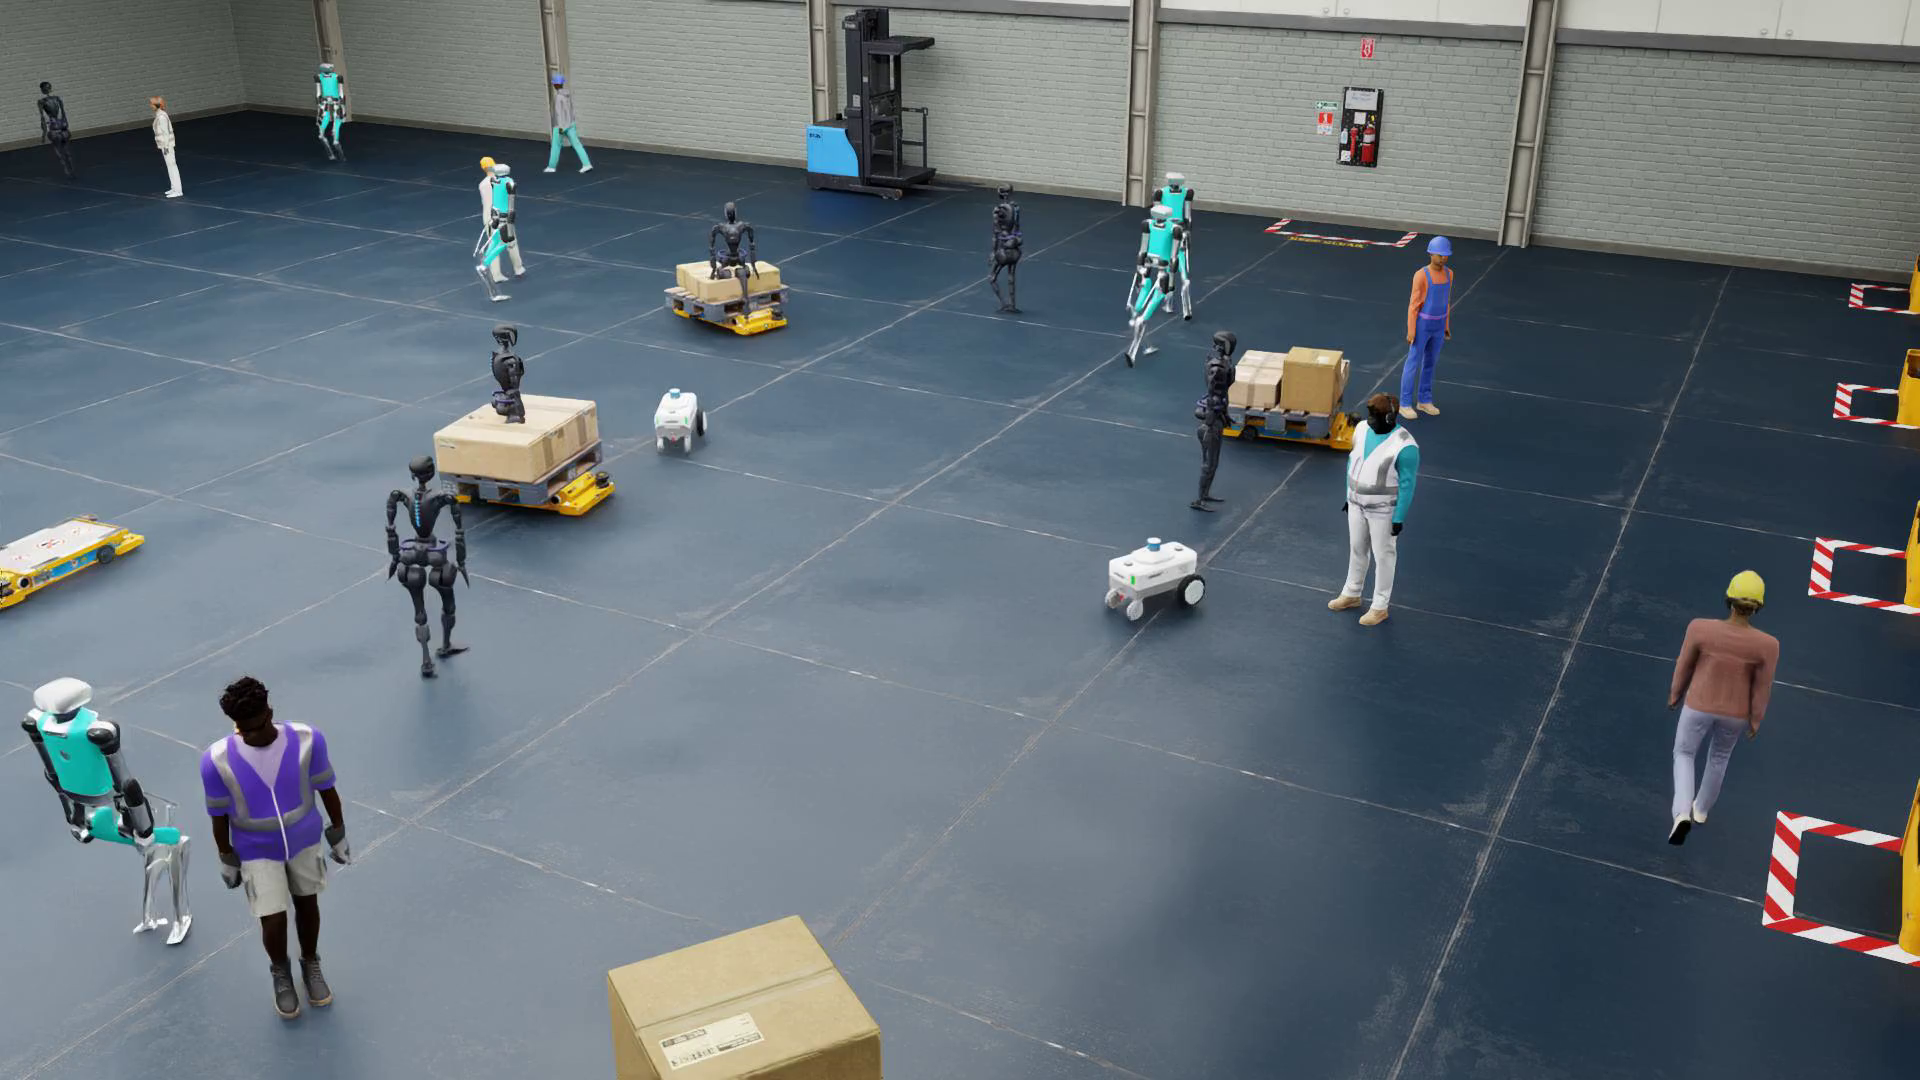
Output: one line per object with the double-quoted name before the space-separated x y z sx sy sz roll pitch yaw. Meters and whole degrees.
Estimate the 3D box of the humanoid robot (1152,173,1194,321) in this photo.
"humanoid robot" 2.730 -3.592 20.767 0.545 1.861 0.854 -6 24 -13

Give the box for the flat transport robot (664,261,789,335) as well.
"flat transport robot" -2.883 -2.839 20.772 1.431 0.231 0.659 21 31 40

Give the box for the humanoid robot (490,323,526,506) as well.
"humanoid robot" -4.057 -1.155 15.051 0.315 1.657 0.599 -11 25 -23

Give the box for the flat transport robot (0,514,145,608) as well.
"flat transport robot" -7.579 0.163 13.784 0.659 0.231 1.431 9 25 20

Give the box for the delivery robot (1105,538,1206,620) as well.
"delivery robot" 1.537 0.277 13.168 0.808 0.604 0.499 -15 28 -31

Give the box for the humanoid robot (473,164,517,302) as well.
"humanoid robot" -6.041 -3.883 21.424 0.761 1.824 0.535 -20 30 -39

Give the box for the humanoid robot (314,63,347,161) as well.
"humanoid robot" -11.489 -7.728 30.316 0.546 1.799 0.834 0 23 0

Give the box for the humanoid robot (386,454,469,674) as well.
"humanoid robot" -3.867 0.162 12.035 0.605 1.655 0.519 1 23 1

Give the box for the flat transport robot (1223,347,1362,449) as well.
"flat transport robot" 3.340 -1.198 16.951 1.431 0.231 0.659 8 25 18

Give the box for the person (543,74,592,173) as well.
"person" -6.990 -7.364 29.468 0.934 1.737 0.541 8 25 18

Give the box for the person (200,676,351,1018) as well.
"person" -3.423 1.556 8.426 0.620 1.938 0.494 -15 28 -32

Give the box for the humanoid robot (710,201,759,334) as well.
"humanoid robot" -2.731 -3.295 20.088 0.615 1.626 0.671 -8 24 -17

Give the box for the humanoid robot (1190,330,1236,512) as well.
"humanoid robot" 2.283 -1.080 14.893 0.306 1.652 0.616 10 25 21

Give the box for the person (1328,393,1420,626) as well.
"person" 3.174 -0.248 12.748 0.431 1.844 0.623 -13 27 -28

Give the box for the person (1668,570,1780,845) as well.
"person" 4.521 1.014 9.926 0.528 1.742 0.674 9 25 20

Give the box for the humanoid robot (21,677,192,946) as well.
"humanoid robot" -4.465 1.434 8.973 0.531 1.762 0.806 6 24 14

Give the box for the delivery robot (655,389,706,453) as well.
"delivery robot" -2.831 -1.223 16.626 0.499 0.577 0.769 -1 23 -1

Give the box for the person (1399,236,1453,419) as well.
"person" 4.858 -2.203 17.215 0.532 1.908 0.370 -11 25 -23

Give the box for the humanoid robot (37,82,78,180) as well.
"humanoid robot" -15.733 -7.136 29.025 0.416 1.678 0.595 6 24 13

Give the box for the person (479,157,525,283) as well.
"person" -6.209 -4.338 22.512 0.534 1.647 0.726 6 24 13

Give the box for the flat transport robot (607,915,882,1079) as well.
"flat transport robot" -0.899 2.971 7.247 0.659 0.231 1.431 -1 23 -2

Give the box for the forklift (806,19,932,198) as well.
"forklift" -1.573 -7.292 27.850 1.873 2.768 1.129 12 26 25

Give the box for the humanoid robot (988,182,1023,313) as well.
"humanoid robot" 0.594 -3.678 20.941 0.368 1.644 0.607 15 28 32

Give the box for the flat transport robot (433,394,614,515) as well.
"flat transport robot" -3.985 -0.488 15.299 1.431 0.231 0.659 7 24 15

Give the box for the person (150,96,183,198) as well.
"person" -13.194 -6.536 27.639 0.304 1.639 0.521 -11 26 -25

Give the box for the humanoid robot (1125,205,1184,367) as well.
"humanoid robot" 2.094 -2.870 19.018 0.554 1.806 0.932 17 29 35
